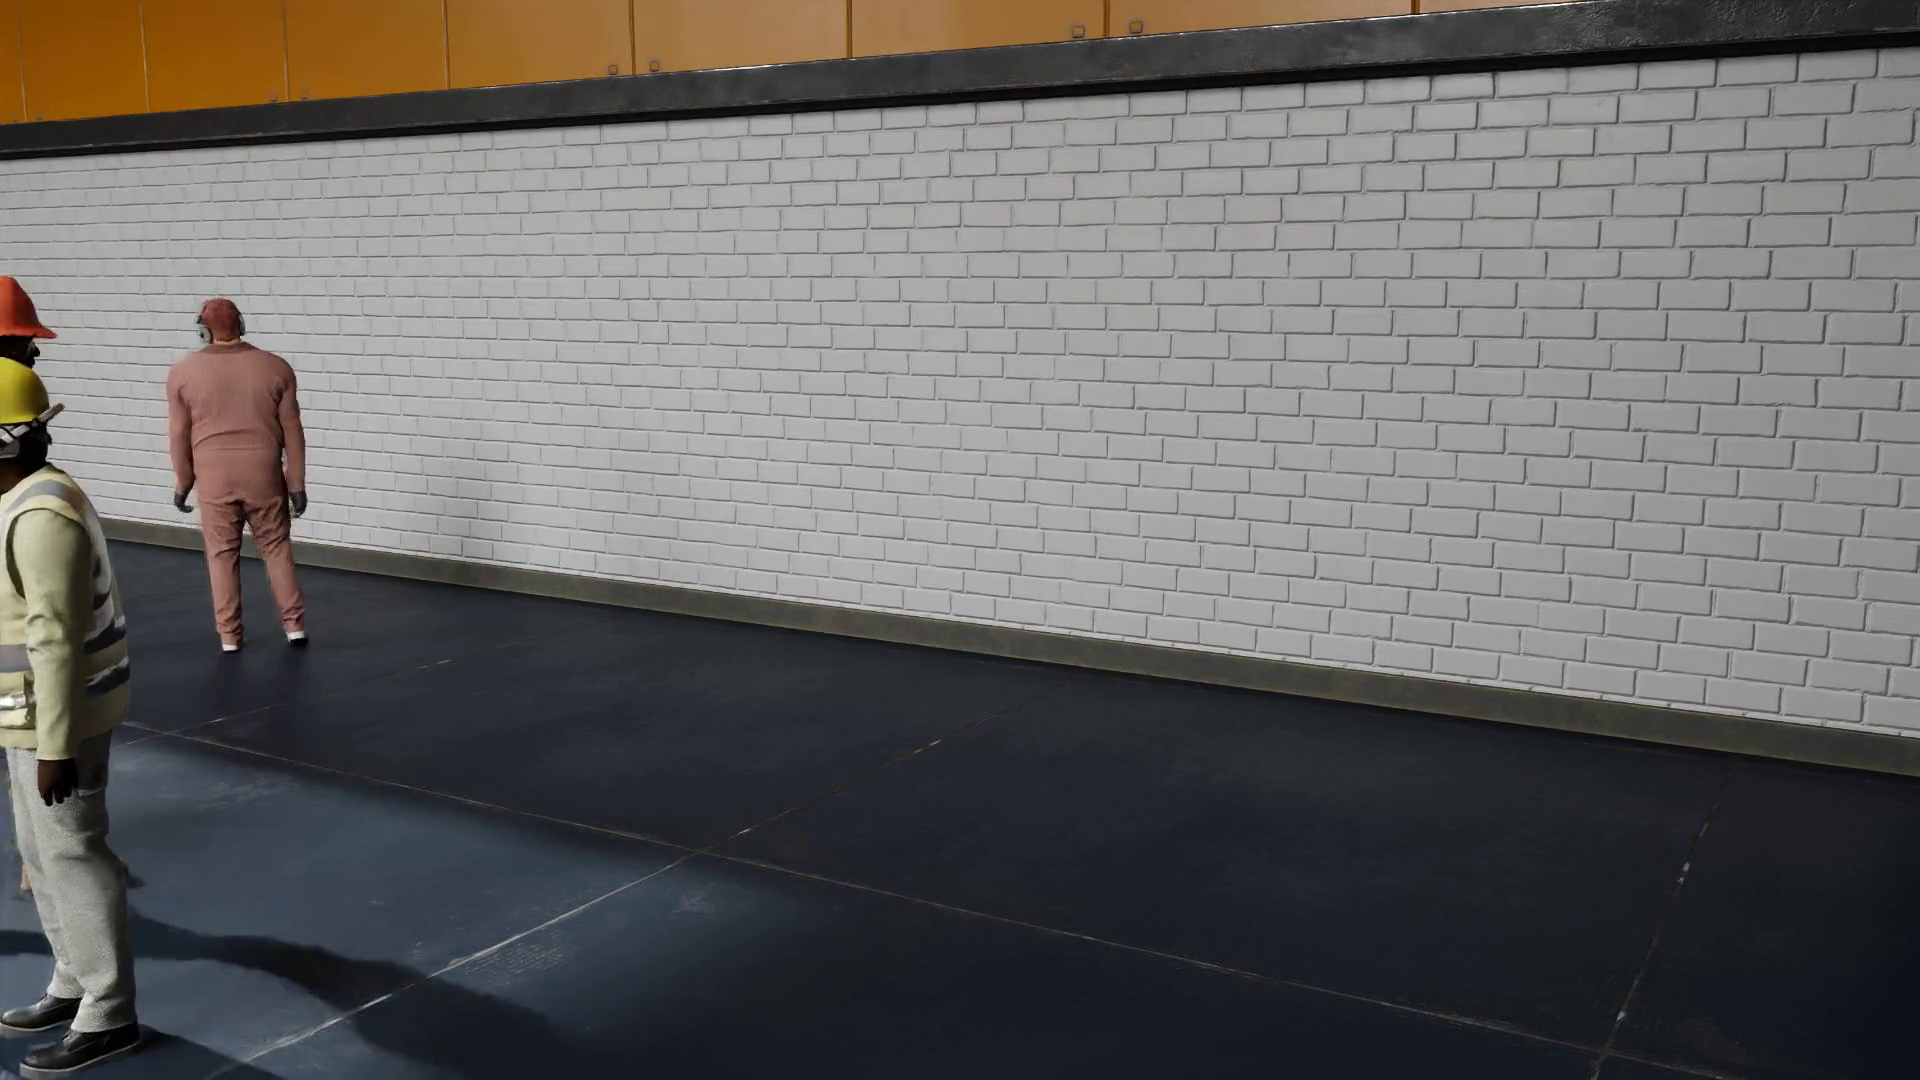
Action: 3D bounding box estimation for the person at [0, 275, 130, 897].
[{"bbox_3d":[-3.155,0.179,5.261,0.735,2.023,0.627,-5,10,-30],"label":"person"}]

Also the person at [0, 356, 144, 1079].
[{"bbox_3d":[-2.343,0.445,4.239,0.414,1.824,0.601,-6,11,-33],"label":"person"}]

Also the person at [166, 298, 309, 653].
[{"bbox_3d":[-3.833,-0.327,8.869,0.672,1.885,0.450,-4,10,-23],"label":"person"}]
